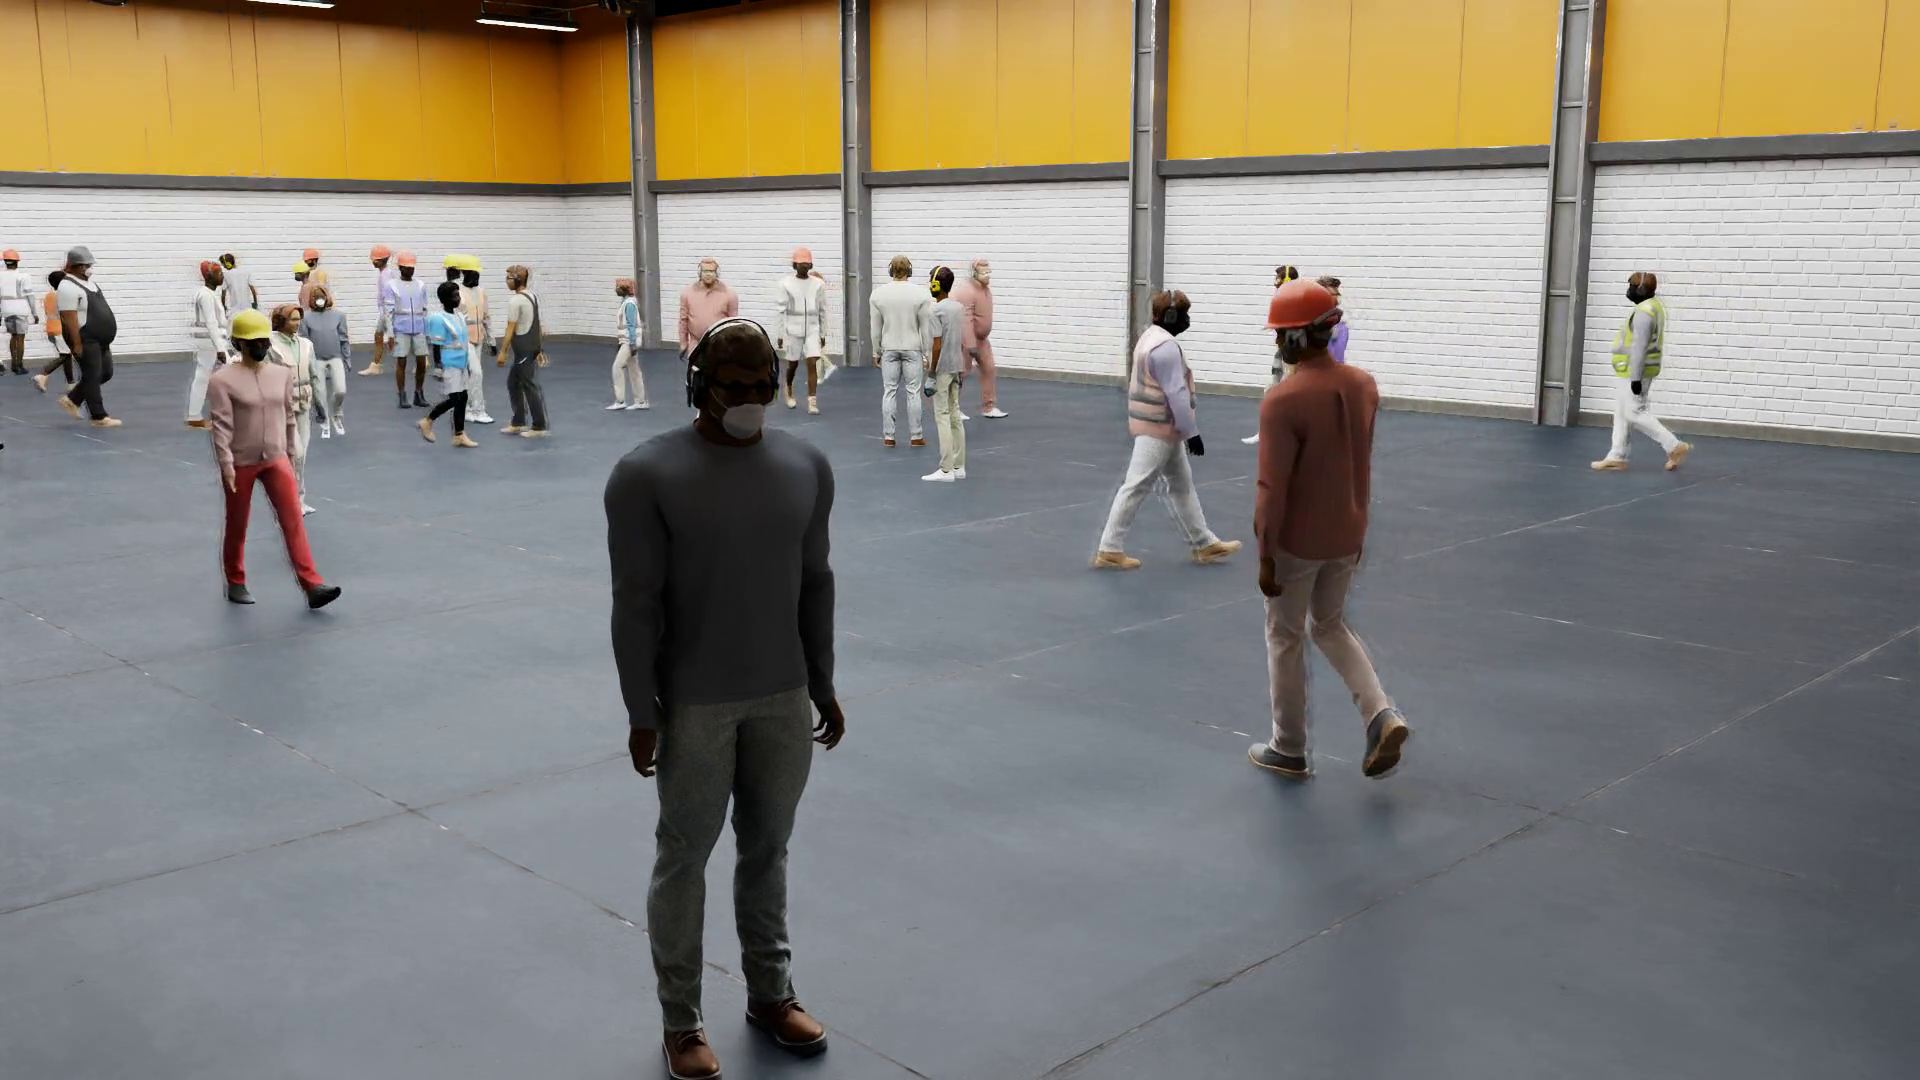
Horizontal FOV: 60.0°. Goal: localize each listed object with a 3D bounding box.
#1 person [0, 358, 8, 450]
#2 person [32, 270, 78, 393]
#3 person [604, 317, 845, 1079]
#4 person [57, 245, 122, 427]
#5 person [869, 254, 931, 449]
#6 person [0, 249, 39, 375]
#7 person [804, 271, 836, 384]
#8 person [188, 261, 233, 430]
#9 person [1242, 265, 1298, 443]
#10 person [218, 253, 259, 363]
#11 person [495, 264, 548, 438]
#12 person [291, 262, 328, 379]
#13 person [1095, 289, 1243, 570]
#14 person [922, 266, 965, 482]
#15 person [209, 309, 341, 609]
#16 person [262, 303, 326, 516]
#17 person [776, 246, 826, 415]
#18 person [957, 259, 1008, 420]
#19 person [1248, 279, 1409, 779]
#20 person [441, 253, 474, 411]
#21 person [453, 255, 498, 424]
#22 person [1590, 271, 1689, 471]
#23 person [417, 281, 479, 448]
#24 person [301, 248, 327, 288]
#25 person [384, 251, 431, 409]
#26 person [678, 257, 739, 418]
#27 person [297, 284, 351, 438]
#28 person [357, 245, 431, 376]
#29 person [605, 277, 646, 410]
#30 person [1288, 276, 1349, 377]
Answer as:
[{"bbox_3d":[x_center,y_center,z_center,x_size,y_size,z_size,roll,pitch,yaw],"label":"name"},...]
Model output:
[{"bbox_3d":[-9.550,-1.711,15.963,0.991,1.853,0.662,4,11,19],"label":"person"},{"bbox_3d":[-12.197,-2.796,22.414,0.539,1.676,0.736,7,13,34],"label":"person"},{"bbox_3d":[-0.575,0.404,4.240,0.627,1.934,0.372,-7,13,-35],"label":"person"},{"bbox_3d":[-9.717,-2.259,18.461,0.653,2.000,0.696,-1,10,-6],"label":"person"},{"bbox_3d":[-0.583,-1.877,16.659,0.632,1.940,0.372,1,10,8],"label":"person"},{"bbox_3d":[-14.496,-3.506,25.588,0.553,1.919,0.595,0,10,-2],"label":"person"},{"bbox_3d":[-2.033,-3.040,23.847,0.418,1.617,0.522,-4,11,-21],"label":"person"},{"bbox_3d":[-8.087,-2.130,18.283,0.958,1.838,0.604,-3,11,-15],"label":"person"},{"bbox_3d":[3.366,-1.863,16.875,0.868,1.839,0.517,1,10,6],"label":"person"},{"bbox_3d":[-12.092,-3.879,27.889,0.648,1.835,0.376,-7,12,-34],"label":"person"},{"bbox_3d":[-4.672,-1.965,17.454,0.706,1.820,0.520,1,10,3],"label":"person"},{"bbox_3d":[-9.642,-3.209,24.473,0.610,1.742,0.525,-6,12,-28],"label":"person"},{"bbox_3d":[1.321,-0.693,10.624,0.978,1.790,0.641,0,10,2],"label":"person"},{"bbox_3d":[-0.145,-1.438,14.451,0.323,1.870,0.518,6,12,31],"label":"person"},{"bbox_3d":[-3.950,-0.440,9.442,0.931,1.710,0.533,9,14,41],"label":"person"},{"bbox_3d":[-5.042,-0.983,12.630,0.460,1.622,0.549,5,11,25],"label":"person"},{"bbox_3d":[-1.925,-2.538,20.092,0.619,2.015,0.950,-3,11,-18],"label":"person"},{"bbox_3d":[0.189,-2.285,19.100,0.873,1.859,0.668,6,12,30],"label":"person"},{"bbox_3d":[1.399,-0.007,6.376,0.630,1.969,0.618,-7,12,-32],"label":"person"},{"bbox_3d":[-6.109,-2.527,20.248,0.379,1.927,0.589,4,11,22],"label":"person"},{"bbox_3d":[-5.465,-2.257,18.839,0.766,1.898,0.614,5,11,23],"label":"person"},{"bbox_3d":[6.152,-1.497,14.920,0.770,1.820,0.631,6,12,28],"label":"person"},{"bbox_3d":[-5.131,-1.747,16.638,0.491,1.684,0.540,2,11,10],"label":"person"},{"bbox_3d":[-10.741,-3.888,27.677,0.552,1.923,0.470,9,14,39],"label":"person"},{"bbox_3d":[-6.829,-2.587,20.566,0.597,1.930,0.389,-9,14,-40],"label":"person"},{"bbox_3d":[-2.716,-2.105,18.021,0.677,1.890,0.436,-1,10,-3],"label":"person"},{"bbox_3d":[-6.676,-1.870,17.485,0.522,1.619,0.377,-5,11,-25],"label":"person"},{"bbox_3d":[-8.624,-3.481,25.289,1.040,1.995,0.619,-4,11,-21],"label":"person"},{"bbox_3d":[-4.124,-2.371,20.223,0.627,1.616,0.538,-3,11,-15],"label":"person"},{"bbox_3d":[2.527,-0.946,11.831,0.565,1.847,0.396,-8,13,-38],"label":"person"}]
